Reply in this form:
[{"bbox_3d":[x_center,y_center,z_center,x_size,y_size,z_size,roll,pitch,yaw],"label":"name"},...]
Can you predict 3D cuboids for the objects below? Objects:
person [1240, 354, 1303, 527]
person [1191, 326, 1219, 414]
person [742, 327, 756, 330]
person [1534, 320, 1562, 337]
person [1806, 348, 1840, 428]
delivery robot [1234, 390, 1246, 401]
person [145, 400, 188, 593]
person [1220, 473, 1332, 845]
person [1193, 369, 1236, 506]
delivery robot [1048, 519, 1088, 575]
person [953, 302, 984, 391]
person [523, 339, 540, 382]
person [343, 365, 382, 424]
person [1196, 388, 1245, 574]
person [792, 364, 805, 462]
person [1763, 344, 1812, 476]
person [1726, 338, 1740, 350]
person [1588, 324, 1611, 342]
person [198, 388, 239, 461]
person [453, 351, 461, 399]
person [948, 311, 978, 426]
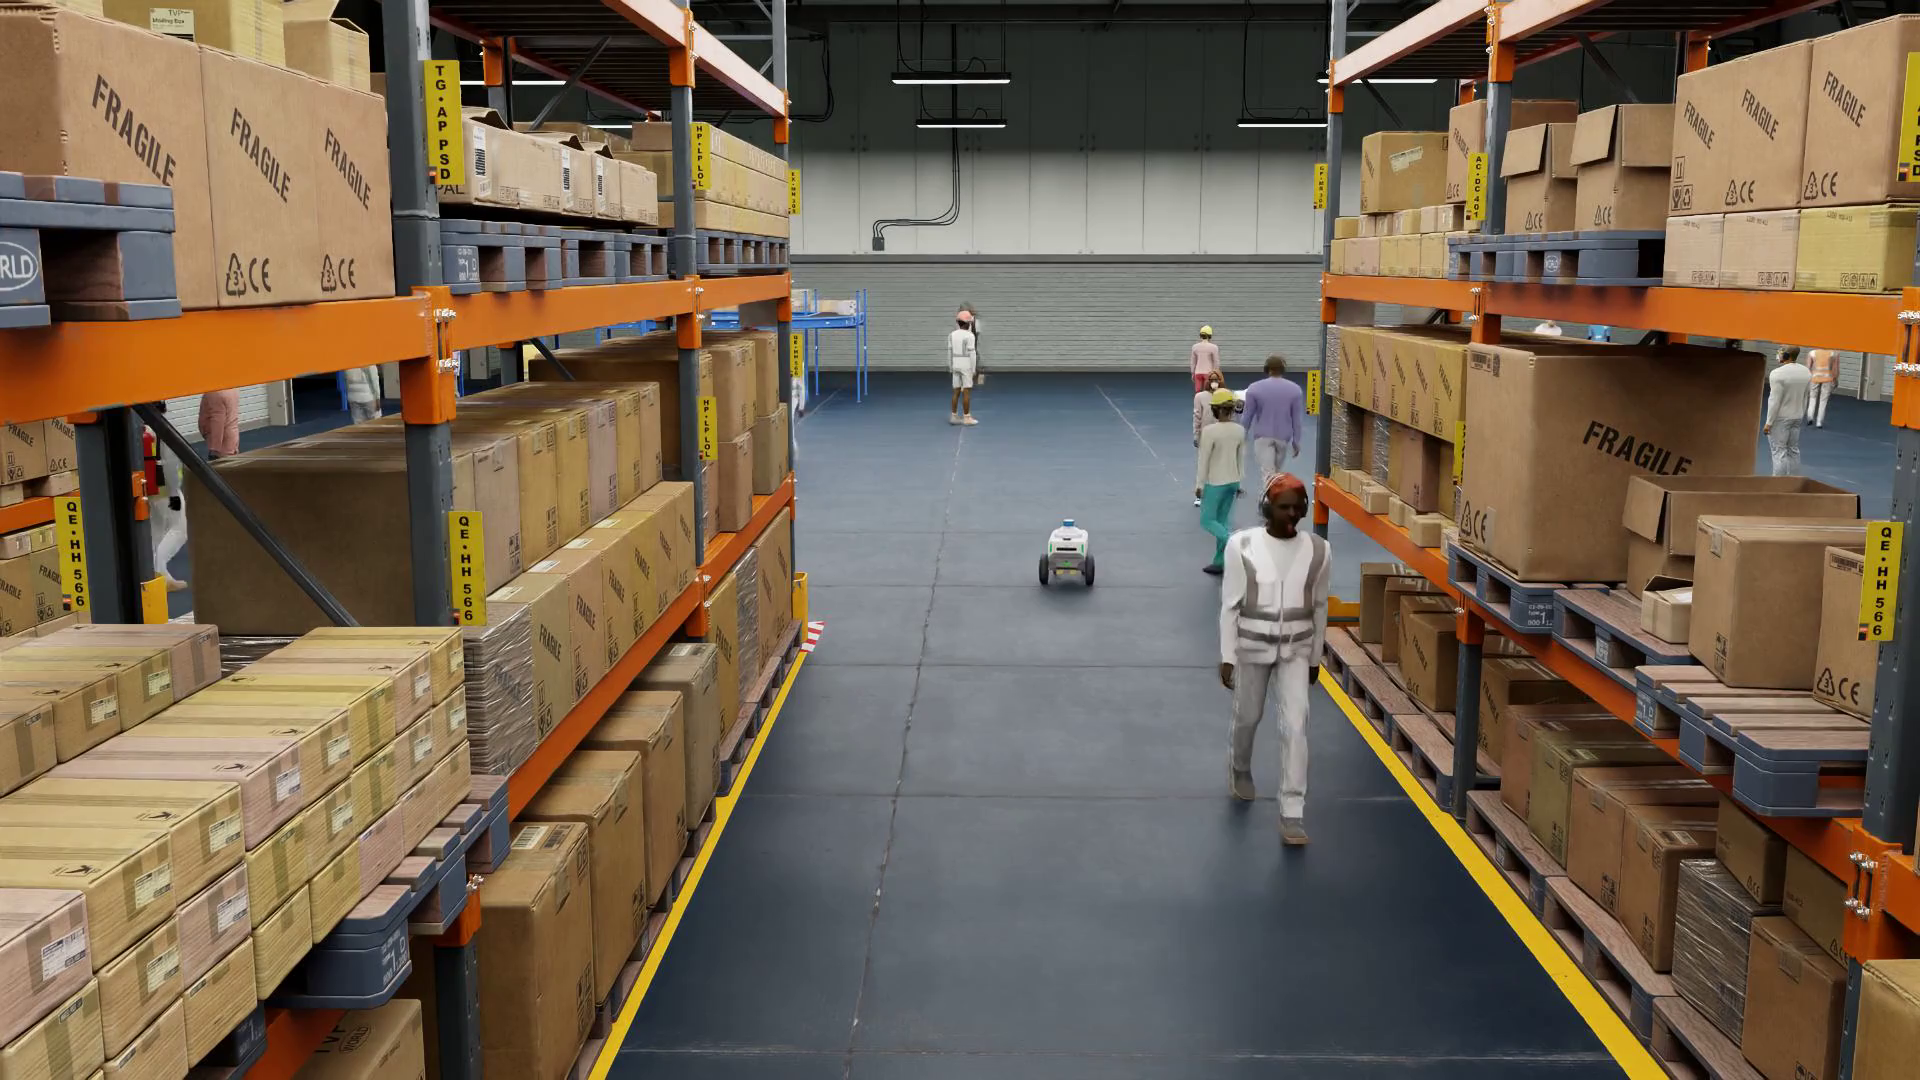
[{"bbox_3d":[3.441,-1.119,18.493,0.652,1.883,1.012,-1,10,-6],"label":"person"},{"bbox_3d":[4.431,-2.981,30.032,0.532,1.766,0.331,6,11,33],"label":"person"},{"bbox_3d":[-3.822,-3.067,30.283,0.562,1.850,0.390,0,9,1],"label":"person"},{"bbox_3d":[12.139,-3.740,34.232,0.650,1.882,0.747,-1,10,-9],"label":"person"},{"bbox_3d":[15.228,-2.799,29.363,0.520,1.625,0.432,6,11,34],"label":"person"},{"bbox_3d":[5.704,-2.784,32.311,0.707,0.478,0.477,3,10,18],"label":"delivery robot"},{"bbox_3d":[-7.009,-0.428,14.528,0.648,1.832,0.435,6,11,32],"label":"person"},{"bbox_3d":[1.614,0.556,8.625,0.577,1.848,0.934,0,9,0],"label":"person"},{"bbox_3d":[3.039,-1.225,19.899,0.501,1.633,0.283,2,10,9],"label":"person"},{"bbox_3d":[0.997,0.054,15.309,0.477,0.478,0.707,1,10,6],"label":"delivery robot"},{"bbox_3d":[0.161,-4.385,37.740,0.694,2.000,0.700,8,12,38],"label":"person"},{"bbox_3d":[-6.986,-2.477,26.787,0.634,1.839,0.429,-8,12,-40],"label":"person"},{"bbox_3d":[-8.595,-2.035,23.934,0.642,1.907,0.563,3,10,16],"label":"person"},{"bbox_3d":[2.451,-0.523,15.340,0.538,1.748,0.565,-7,12,-38],"label":"person"},{"bbox_3d":[-2.460,-1.963,23.668,0.570,1.854,0.831,3,10,19],"label":"person"},{"bbox_3d":[10.119,-1.462,20.406,0.629,1.940,0.372,-5,11,-26],"label":"person"},{"bbox_3d":[12.879,-2.605,28.016,0.535,1.676,0.624,-4,10,-22],"label":"person"},{"bbox_3d":[15.944,-4.849,41.453,0.553,1.671,0.683,6,11,30],"label":"person"},{"bbox_3d":[-8.008,-1.040,17.984,0.402,1.904,0.652,-1,10,-7],"label":"person"},{"bbox_3d":[-9.095,-2.959,29.438,0.379,1.918,0.585,5,11,29],"label":"person"},{"bbox_3d":[0.073,-3.077,29.774,0.615,2.039,0.395,9,13,43],"label":"person"}]
